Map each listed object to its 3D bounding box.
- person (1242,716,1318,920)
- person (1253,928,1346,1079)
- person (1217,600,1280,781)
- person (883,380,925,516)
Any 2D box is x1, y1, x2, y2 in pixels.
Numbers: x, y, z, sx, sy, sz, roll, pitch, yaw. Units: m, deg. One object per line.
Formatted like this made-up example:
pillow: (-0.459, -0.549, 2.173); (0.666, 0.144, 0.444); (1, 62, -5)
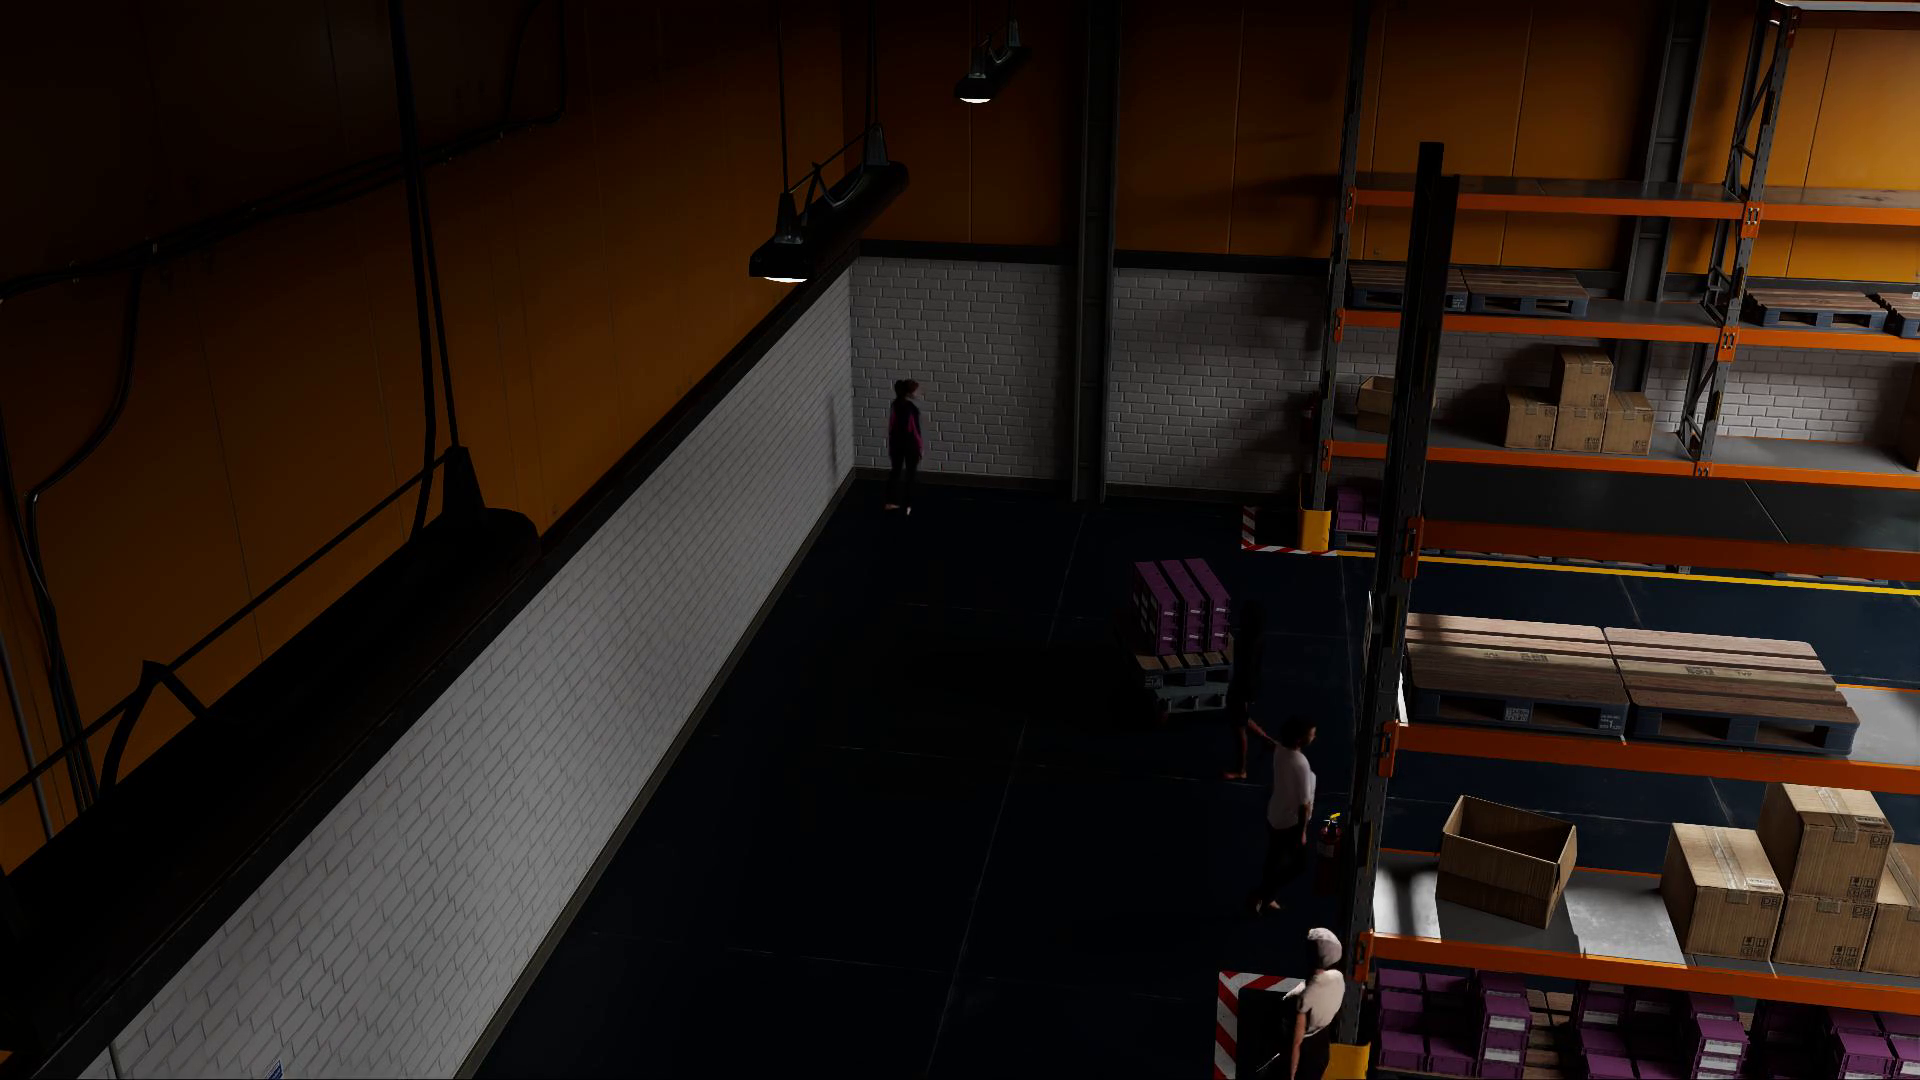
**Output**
person: (2.326, 2.095, 12.189); (0.856, 1.781, 0.813); (-9, 25, -19)
person: (2.111, 3.144, 9.861); (0.826, 1.724, 0.882); (-21, 31, -39)
person: (2.504, 1.279, 14.148); (0.817, 1.706, 0.691); (1, 24, 2)
person: (-0.646, -1.042, 19.461); (0.656, 1.704, 0.812); (10, 25, 21)
